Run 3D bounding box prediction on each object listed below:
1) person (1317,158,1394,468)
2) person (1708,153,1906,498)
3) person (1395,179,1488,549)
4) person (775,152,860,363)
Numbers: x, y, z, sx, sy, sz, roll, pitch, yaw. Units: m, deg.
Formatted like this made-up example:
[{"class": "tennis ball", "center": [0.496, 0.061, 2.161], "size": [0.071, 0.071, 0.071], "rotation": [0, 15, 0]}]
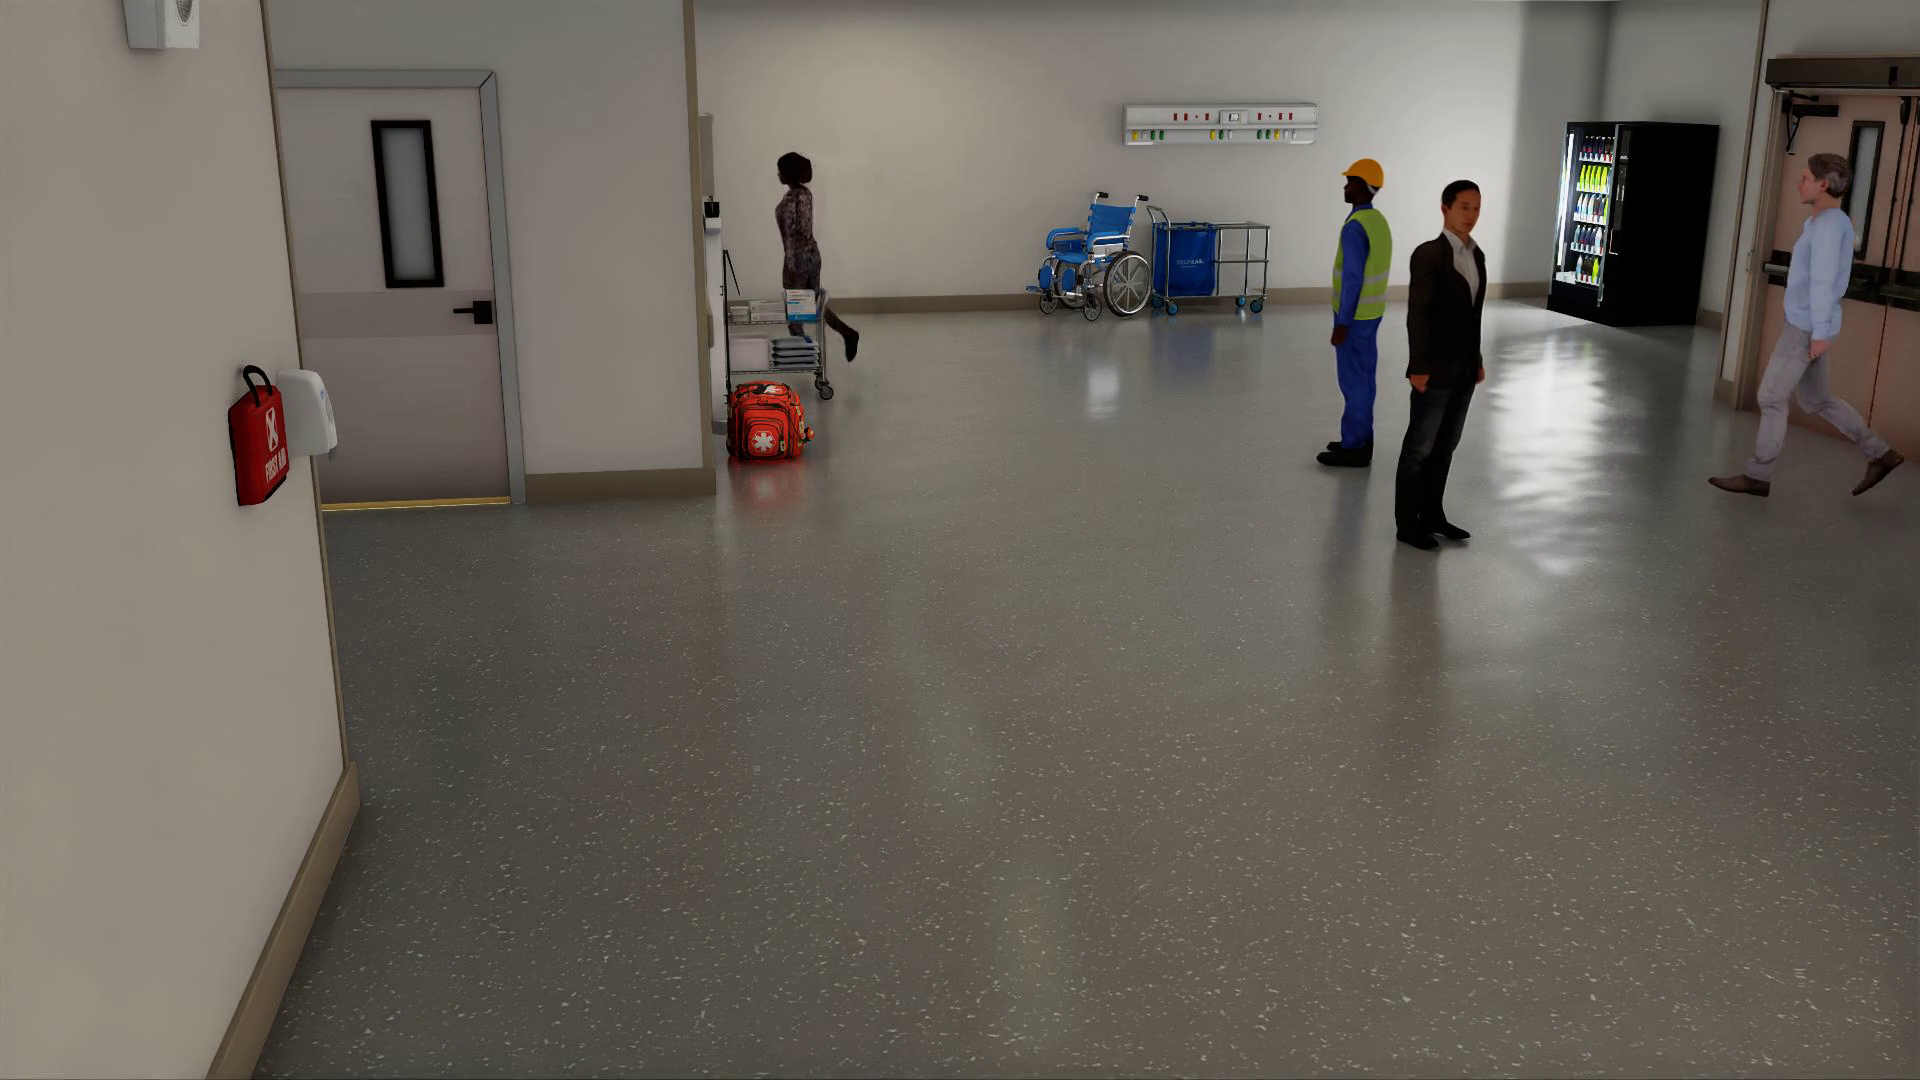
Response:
[{"class": "person", "center": [2.374, -1.356, 9.943], "size": [0.812, 1.813, 0.732], "rotation": [9, 18, 29]}, {"class": "person", "center": [4.690, -1.108, 8.972], "size": [1.155, 1.863, 1.208], "rotation": [8, 17, 25]}, {"class": "person", "center": [2.393, -0.879, 8.275], "size": [0.755, 1.800, 0.729], "rotation": [-12, 20, -37]}, {"class": "person", "center": [-1.150, -2.106, 12.838], "size": [0.978, 1.686, 1.015], "rotation": [6, 17, 22]}]
